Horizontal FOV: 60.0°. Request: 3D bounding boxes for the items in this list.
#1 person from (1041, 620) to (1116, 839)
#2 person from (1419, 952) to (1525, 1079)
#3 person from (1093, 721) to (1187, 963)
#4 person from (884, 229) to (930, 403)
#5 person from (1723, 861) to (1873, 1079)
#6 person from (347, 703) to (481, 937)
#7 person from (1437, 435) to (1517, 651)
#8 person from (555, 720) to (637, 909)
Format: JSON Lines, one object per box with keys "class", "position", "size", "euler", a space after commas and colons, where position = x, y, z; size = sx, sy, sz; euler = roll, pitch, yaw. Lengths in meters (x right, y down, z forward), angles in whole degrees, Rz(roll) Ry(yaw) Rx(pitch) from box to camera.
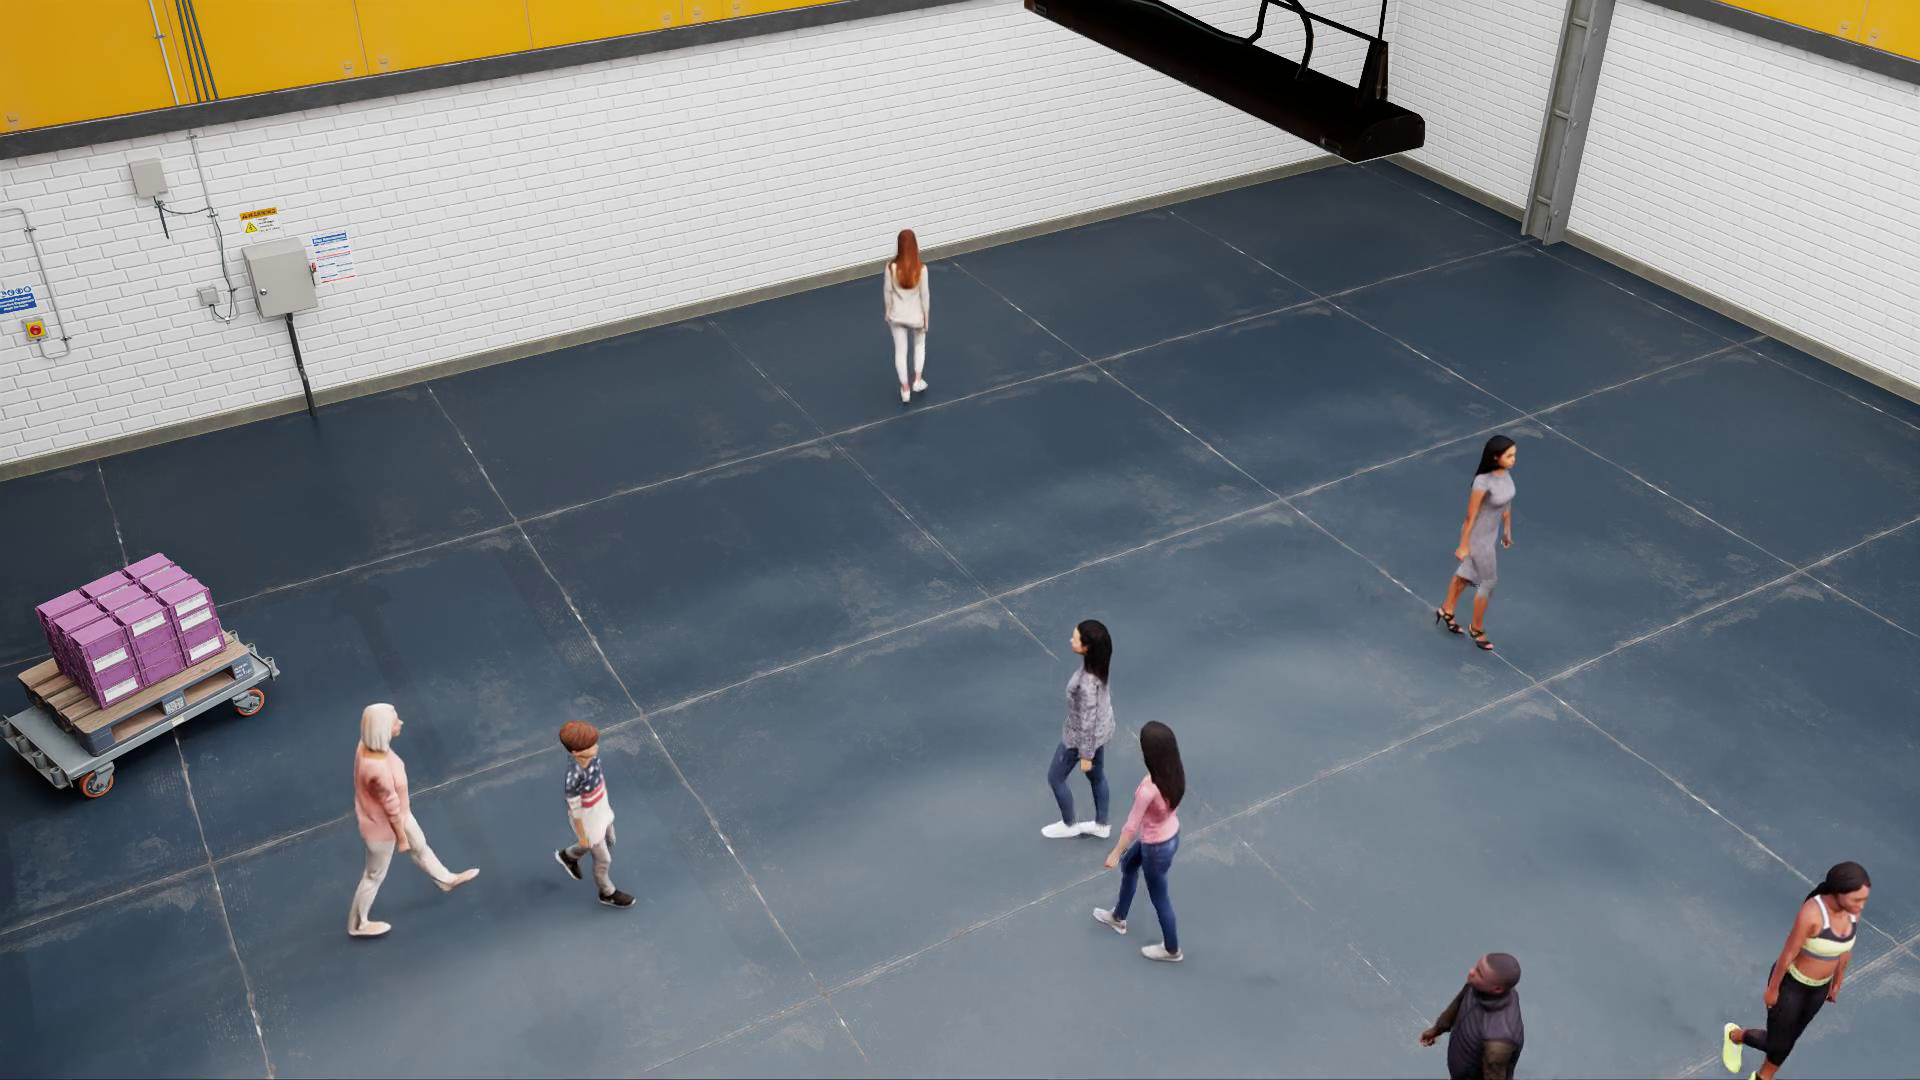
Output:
{"class": "person", "position": [0.899, 1.262, 10.646], "size": [0.862, 1.718, 0.809], "euler": [11, 35, 17]}
{"class": "person", "position": [2.680, 2.734, 8.367], "size": [1.270, 1.790, 1.221], "euler": [8, 34, 11]}
{"class": "person", "position": [1.234, 1.829, 9.790], "size": [0.972, 1.722, 0.853], "euler": [14, 36, 20]}
{"class": "person", "position": [-0.511, -2.066, 15.676], "size": [0.698, 1.693, 0.732], "euler": [1, 34, 1]}
{"class": "person", "position": [4.488, 2.339, 9.000], "size": [0.686, 1.747, 0.799], "euler": [-8, 34, -12]}
{"class": "person", "position": [-3.544, 1.710, 10.021], "size": [0.722, 1.664, 1.025], "euler": [-14, 36, -20]}
{"class": "person", "position": [3.839, -0.030, 12.548], "size": [0.835, 1.765, 0.738], "euler": [26, 42, 34]}
{"class": "person", "position": [-2.335, 1.684, 10.276], "size": [0.849, 1.425, 0.803], "euler": [7, 34, 10]}
